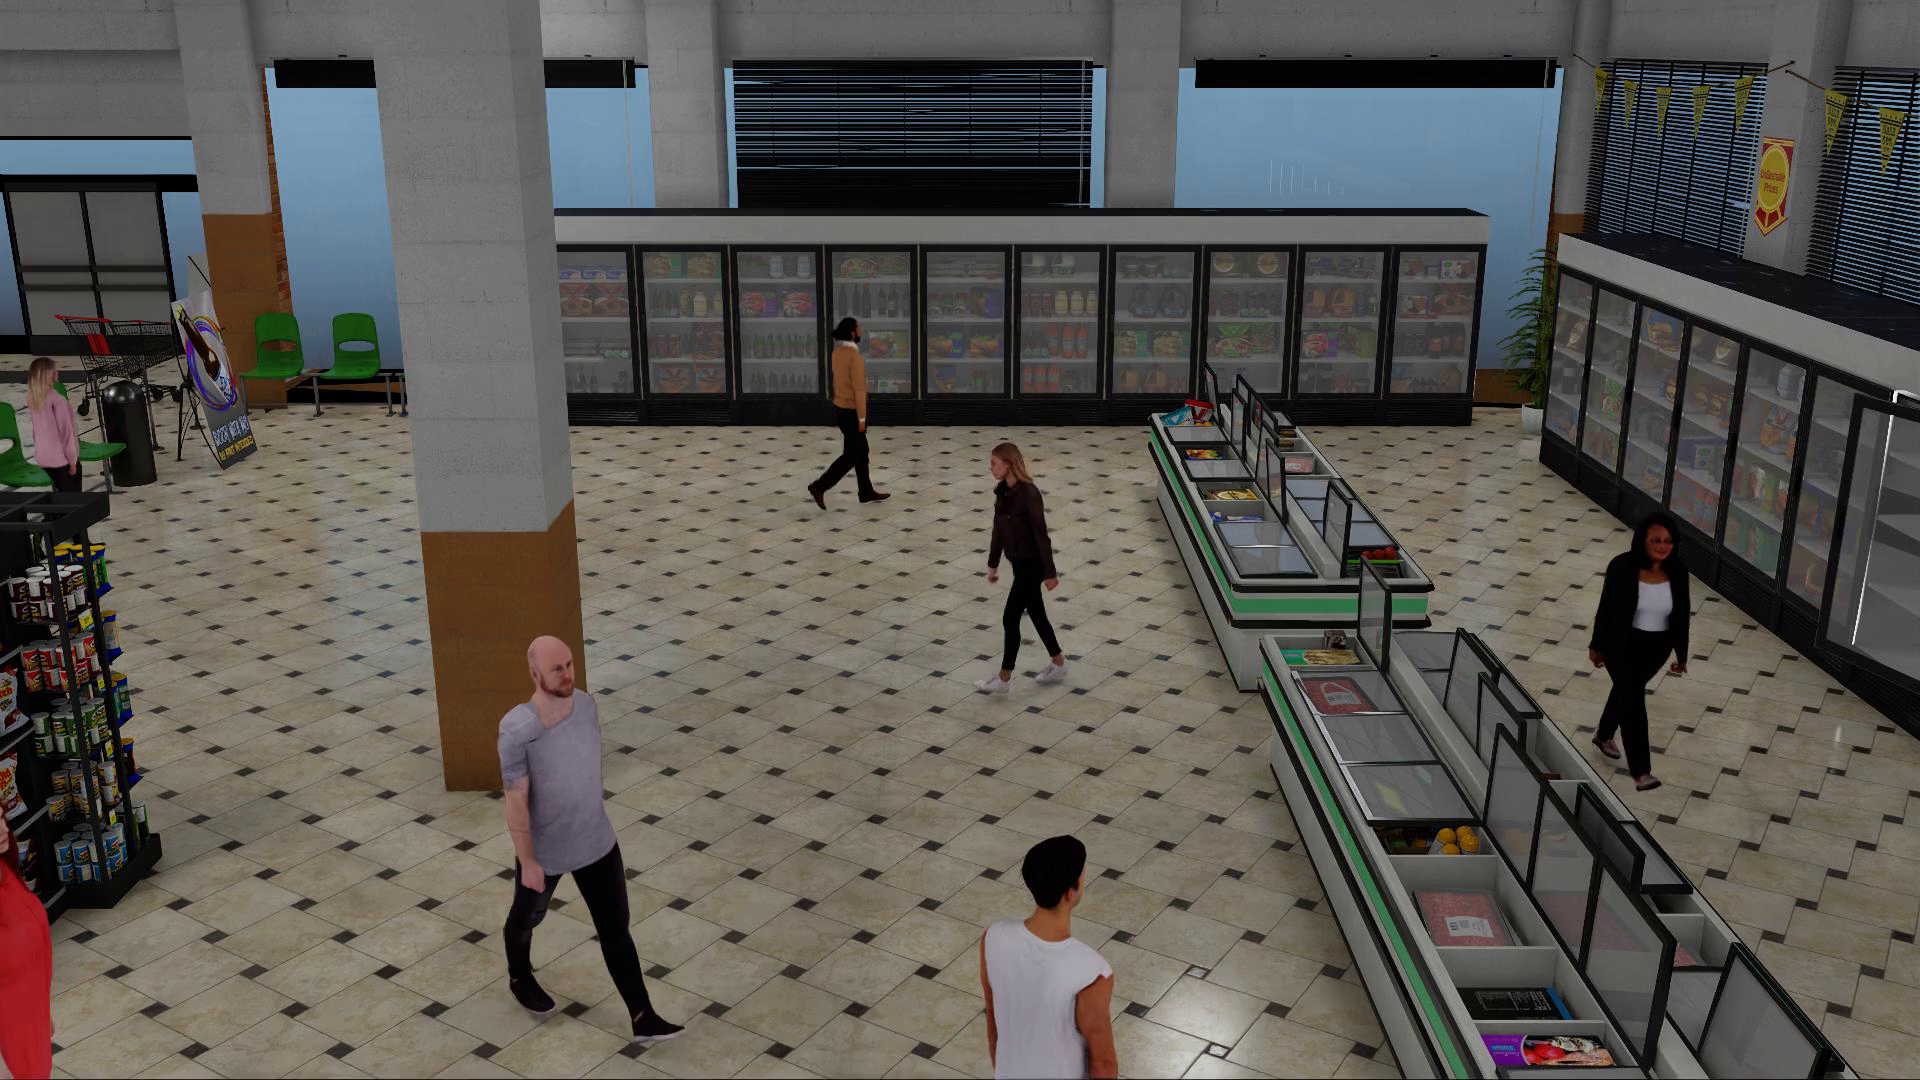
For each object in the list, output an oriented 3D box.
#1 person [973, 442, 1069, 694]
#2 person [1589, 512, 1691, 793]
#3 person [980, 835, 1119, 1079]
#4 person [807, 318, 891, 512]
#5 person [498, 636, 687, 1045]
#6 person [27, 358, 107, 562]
[{"bbox_3d":[0.513,0.185,10.834,0.945,1.656,1.003,-10,20,-31],"label":"person"},{"bbox_3d":[3.870,0.609,9.592,0.740,1.566,1.121,-2,17,-6],"label":"person"},{"bbox_3d":[0.264,1.787,5.334,0.728,1.786,0.764,13,21,37],"label":"person"},{"bbox_3d":[-1.047,-1.113,14.983,1.050,1.729,1.146,-9,19,-26],"label":"person"},{"bbox_3d":[-1.745,1.272,7.046,1.238,1.778,1.253,13,21,37],"label":"person"},{"bbox_3d":[-7.376,-0.619,13.461,0.883,1.668,1.035,10,20,30],"label":"person"}]
